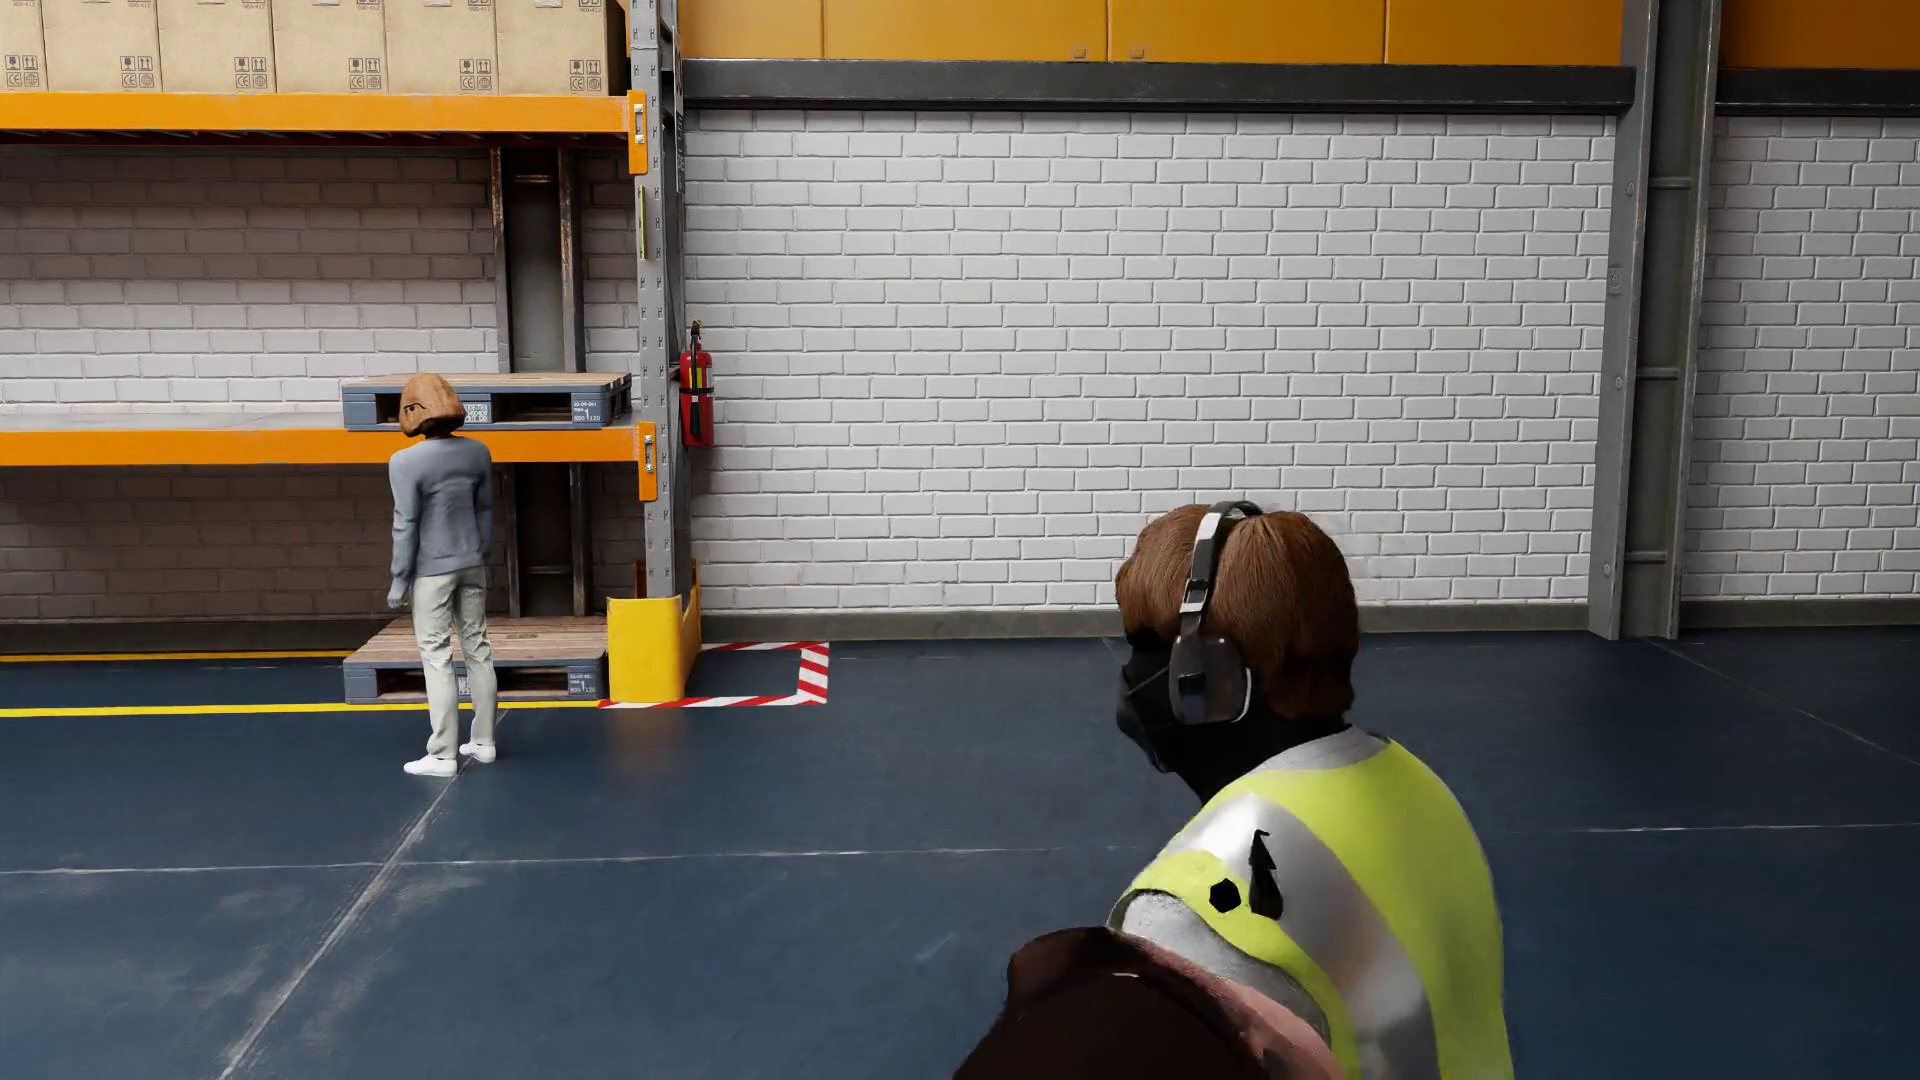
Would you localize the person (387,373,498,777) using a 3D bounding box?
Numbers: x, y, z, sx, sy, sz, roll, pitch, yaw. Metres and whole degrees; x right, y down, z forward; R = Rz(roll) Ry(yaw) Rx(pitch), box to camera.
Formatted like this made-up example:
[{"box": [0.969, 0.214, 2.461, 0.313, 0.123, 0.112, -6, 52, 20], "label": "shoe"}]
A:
[{"box": [-2.097, 0.142, 6.746, 0.285, 1.632, 0.498, 5, 11, 31], "label": "person"}]

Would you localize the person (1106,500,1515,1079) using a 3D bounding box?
[{"box": [0.439, 0.873, 1.627, 0.690, 1.810, 0.636, 5, 10, 28], "label": "person"}]

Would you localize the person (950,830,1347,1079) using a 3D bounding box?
[{"box": [0.087, 0.943, 1.062, 1.024, 1.859, 0.654, 4, 10, 26], "label": "person"}]
